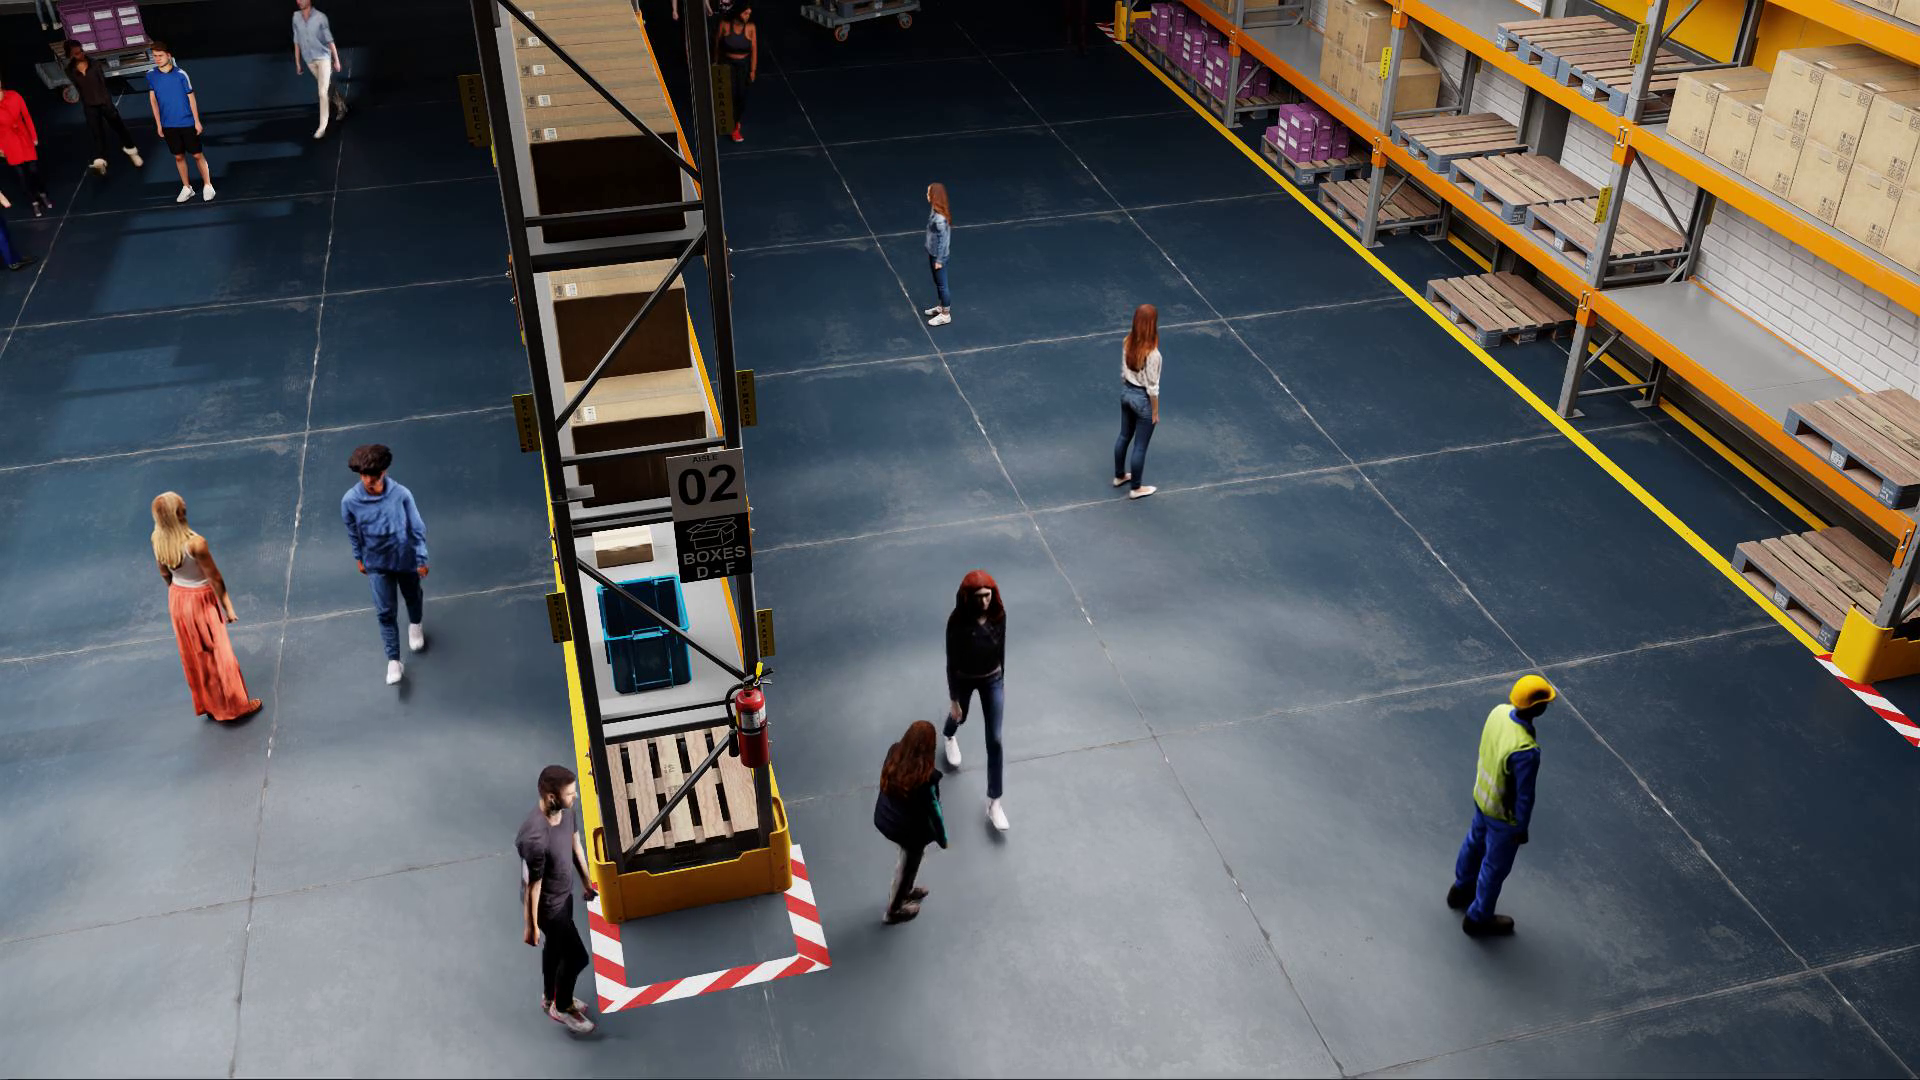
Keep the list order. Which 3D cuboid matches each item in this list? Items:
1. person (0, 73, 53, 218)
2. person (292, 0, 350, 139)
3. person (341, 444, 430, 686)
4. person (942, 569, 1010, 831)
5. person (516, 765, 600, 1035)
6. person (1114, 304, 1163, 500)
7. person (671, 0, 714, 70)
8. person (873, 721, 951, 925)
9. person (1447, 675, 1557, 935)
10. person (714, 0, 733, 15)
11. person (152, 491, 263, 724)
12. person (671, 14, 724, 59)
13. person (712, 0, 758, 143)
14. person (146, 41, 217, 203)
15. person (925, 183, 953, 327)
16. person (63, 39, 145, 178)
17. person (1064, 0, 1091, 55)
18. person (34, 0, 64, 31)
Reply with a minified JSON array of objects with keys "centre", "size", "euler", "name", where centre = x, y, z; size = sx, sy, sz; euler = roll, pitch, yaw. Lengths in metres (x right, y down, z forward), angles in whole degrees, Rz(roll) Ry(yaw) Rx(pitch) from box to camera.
[{"centre":[-10.735,-4.524,18.891],"size":[0.683,1.737,0.696],"euler":[-21,39,-28],"name":"person"},{"centre":[-8.160,-6.150,21.280],"size":[1.037,1.801,1.324],"euler":[7,34,10],"name":"person"},{"centre":[-4.075,0.070,11.945],"size":[0.694,1.776,1.035],"euler":[-8,34,-11],"name":"person"},{"centre":[0.055,0.910,10.710],"size":[0.606,1.745,1.231],"euler":[-10,35,-15],"name":"person"},{"centre":[-2.308,1.957,9.143],"size":[0.854,1.735,0.726],"euler":[10,35,15],"name":"person"},{"centre":[1.480,-1.163,13.843],"size":[0.693,1.729,0.545],"euler":[-21,39,-28],"name":"person"},{"centre":[-3.813,-7.352,23.196],"size":[0.895,1.682,1.052],"euler":[-25,41,-33],"name":"person"},{"centre":[-0.366,1.700,9.760],"size":[0.730,1.480,0.630],"euler":[-18,38,-25],"name":"person"},{"centre":[3.160,1.530,9.716],"size":[0.754,1.812,0.561],"euler":[-3,34,-5],"name":"person"},{"centre":[-3.687,-8.930,25.689],"size":[0.676,1.551,0.606],"euler":[-26,42,-34],"name":"person"},{"centre":[-5.202,0.462,11.332],"size":[0.733,1.801,0.769],"euler":[13,36,18],"name":"person"},{"centre":[-3.783,-7.764,23.691],"size":[0.885,1.819,1.057],"euler":[1,34,1],"name":"person"},{"centre":[-2.867,-5.983,21.070],"size":[0.729,1.756,0.964],"euler":[-2,34,-3],"name":"person"},{"centre":[-9.049,-4.858,19.277],"size":[0.686,1.866,0.611],"euler":[-4,34,-6],"name":"person"},{"centre":[-0.207,-2.876,16.648],"size":[0.652,1.475,0.461],"euler":[-5,34,-7],"name":"person"},{"centre":[-10.280,-5.117,19.890],"size":[1.081,1.619,0.751],"euler":[-8,35,-12],"name":"person"},{"centre":[1.686,-8.072,24.129],"size":[0.845,1.848,1.220],"euler":[-1,34,-2],"name":"person"},{"centre":[-13.902,-8.359,25.052],"size":[0.565,1.305,0.567],"euler":[-2,34,-3],"name":"person"}]
